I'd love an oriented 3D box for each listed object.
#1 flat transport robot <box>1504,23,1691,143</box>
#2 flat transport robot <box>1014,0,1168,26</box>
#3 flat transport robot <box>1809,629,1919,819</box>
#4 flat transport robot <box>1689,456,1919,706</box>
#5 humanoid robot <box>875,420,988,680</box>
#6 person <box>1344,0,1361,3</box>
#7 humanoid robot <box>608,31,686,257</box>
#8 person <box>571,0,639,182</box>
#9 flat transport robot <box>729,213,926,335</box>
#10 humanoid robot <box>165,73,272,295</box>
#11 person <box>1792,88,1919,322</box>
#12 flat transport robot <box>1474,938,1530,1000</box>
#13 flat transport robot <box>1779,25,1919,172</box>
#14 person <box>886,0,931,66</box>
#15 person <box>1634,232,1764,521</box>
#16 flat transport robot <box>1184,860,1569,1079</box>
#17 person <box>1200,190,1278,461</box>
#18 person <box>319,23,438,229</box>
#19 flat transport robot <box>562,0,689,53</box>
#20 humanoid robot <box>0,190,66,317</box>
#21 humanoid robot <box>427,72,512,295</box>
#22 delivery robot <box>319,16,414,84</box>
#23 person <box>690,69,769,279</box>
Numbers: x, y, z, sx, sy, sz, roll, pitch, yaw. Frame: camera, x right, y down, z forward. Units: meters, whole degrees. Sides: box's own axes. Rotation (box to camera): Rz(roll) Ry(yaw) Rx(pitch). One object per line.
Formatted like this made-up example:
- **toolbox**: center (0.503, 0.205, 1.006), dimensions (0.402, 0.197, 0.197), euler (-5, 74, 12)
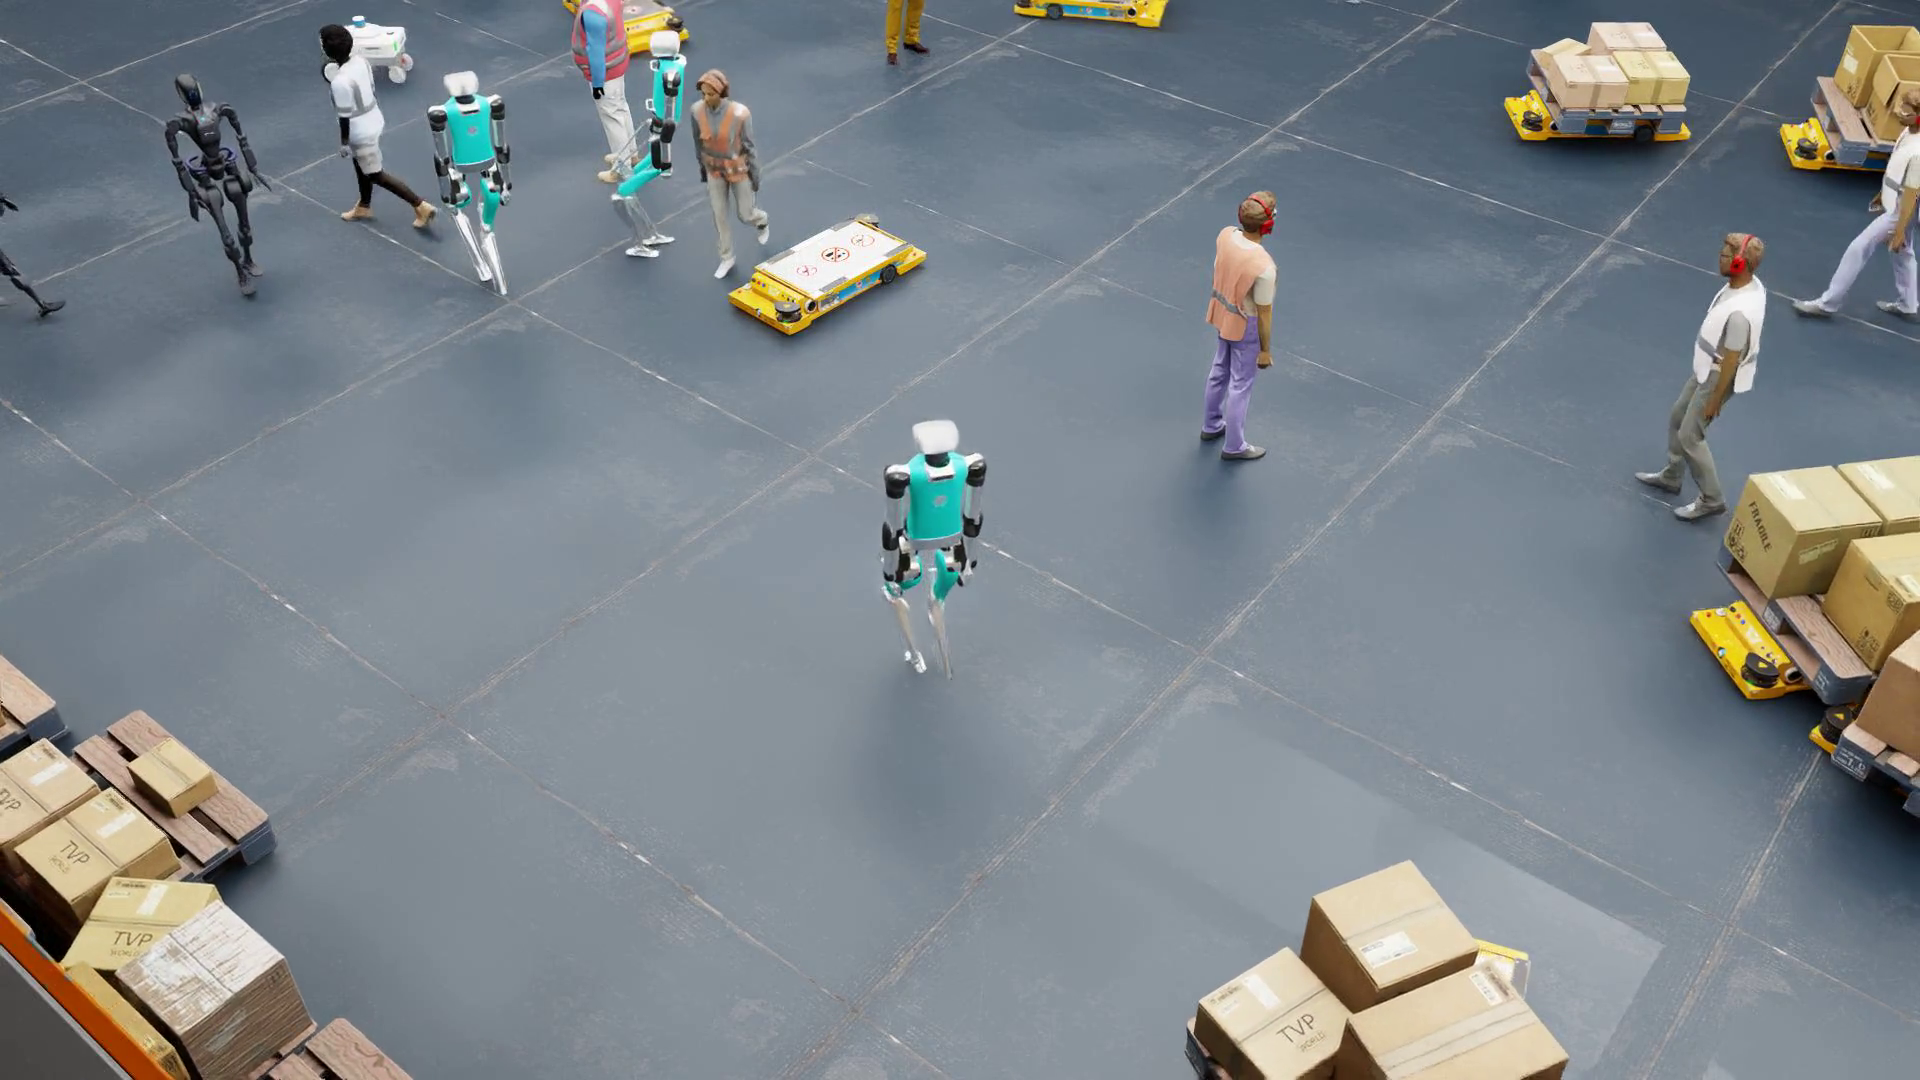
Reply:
- **flat transport robot**: center (5.525, -3.692, 14.421), dimensions (1.431, 0.231, 0.659), euler (0, 40, 0)
- **flat transport robot**: center (1.295, -5.310, 16.324), dimensions (1.431, 0.231, 0.659), euler (9, 41, 10)
- **flat transport robot**: center (5.252, 1.244, 8.614), dimensions (0.659, 0.231, 1.431), euler (-27, 47, -28)
- **flat transport robot**: center (4.986, 0.537, 9.446), dimensions (1.431, 0.231, 0.659), euler (-6, 41, -8)
- **humanoid robot**: center (-0.189, 0.053, 8.919), dimensions (0.559, 1.838, 0.681), euler (-11, 42, -13)
- **person**: center (3.823, -6.215, 16.302), dimensions (0.516, 1.670, 0.910), euler (-18, 44, -20)
- **humanoid robot**: center (-2.391, -2.898, 12.346), dimensions (0.848, 1.750, 0.560), euler (-7, 41, -8)
- **person**: center (-2.860, -3.770, 13.311), dimensions (0.431, 1.836, 0.629), euler (0, 40, 0)
- **flat transport robot**: center (-0.979, -2.005, 12.437), dimensions (0.659, 0.231, 1.431), euler (31, 49, 31)
- **humanoid robot**: center (-5.325, -2.601, 12.056), dimensions (0.603, 1.645, 0.530), euler (-30, 49, -31)
- **person**: center (6.574, -2.299, 11.622), dimensions (0.818, 1.783, 0.575), euler (19, 44, 21)
- **flat transport robot**: center (2.109, 2.286, 7.388), dimensions (0.659, 0.231, 1.431), euler (14, 42, 16)
- **flat transport robot**: center (7.702, -3.281, 13.938), dimensions (1.431, 0.231, 0.659), euler (7, 41, 8)
- **person**: center (-0.484, -5.190, 15.047), dimensions (0.612, 1.742, 0.343), euler (-31, 49, -31)
- **person**: center (4.579, -0.985, 10.054), dimensions (0.500, 1.818, 0.642), euler (15, 43, 17)
- **flat transport robot**: center (1.726, 2.467, 7.175), dimensions (0.659, 0.231, 1.431), euler (-16, 43, -18)
- **person**: center (1.754, -1.323, 10.413), dimensions (0.380, 1.849, 0.568), euler (-17, 43, -19)
- **person**: center (-4.501, -3.131, 12.679), dimensions (0.798, 1.673, 0.537), euler (1, 40, 1)
- **flat transport robot**: center (-3.251, -5.089, 16.064), dimensions (0.659, 0.231, 1.431), euler (-24, 46, -26)
- **humanoid robot**: center (-6.891, -2.340, 11.773), dimensions (0.754, 1.627, 0.601), euler (0, 40, 0)
- **humanoid robot**: center (-3.537, -2.595, 12.027), dimensions (0.556, 1.815, 0.768), euler (-21, 44, -22)
- **delivery robot**: center (-5.391, -4.451, 15.088), dimensions (0.777, 0.587, 0.499), euler (0, 40, 0)
- **person**: center (-1.672, -2.749, 12.263), dimensions (0.524, 1.617, 0.548), euler (13, 42, 15)
